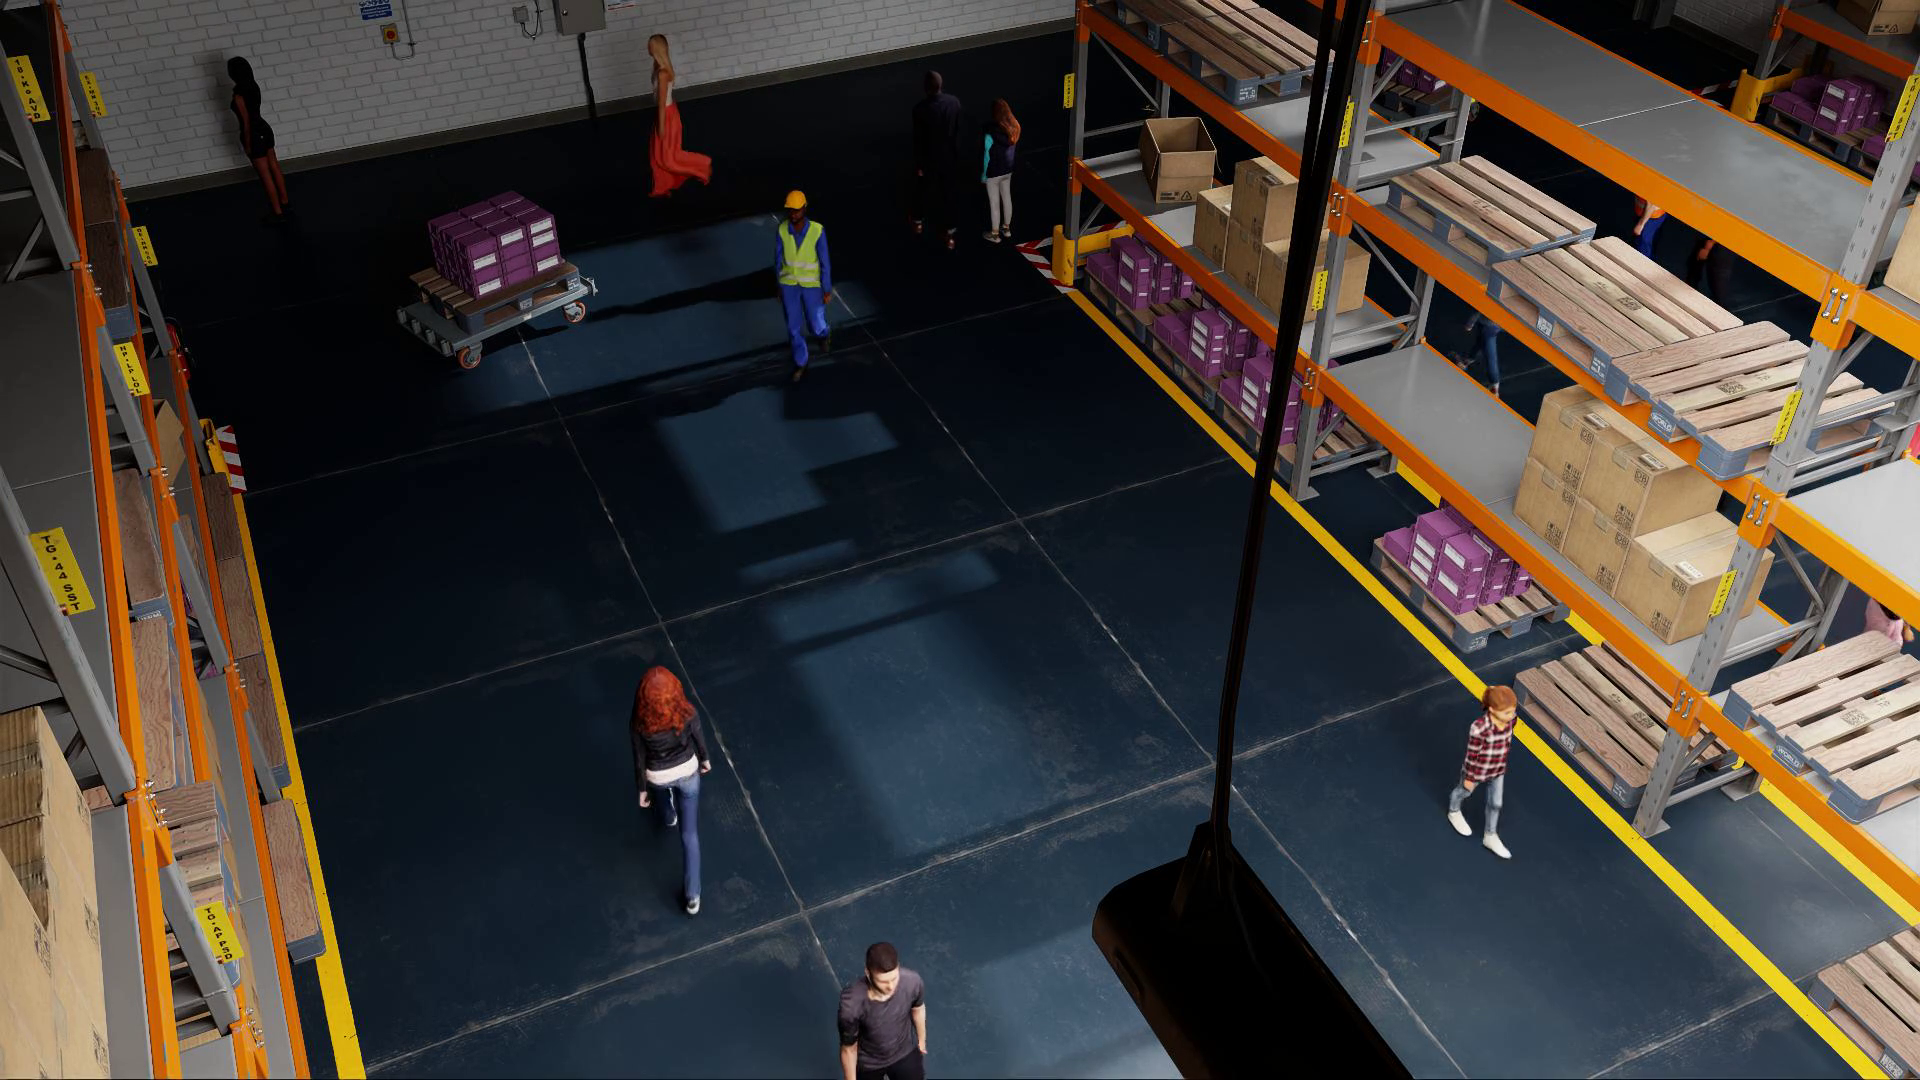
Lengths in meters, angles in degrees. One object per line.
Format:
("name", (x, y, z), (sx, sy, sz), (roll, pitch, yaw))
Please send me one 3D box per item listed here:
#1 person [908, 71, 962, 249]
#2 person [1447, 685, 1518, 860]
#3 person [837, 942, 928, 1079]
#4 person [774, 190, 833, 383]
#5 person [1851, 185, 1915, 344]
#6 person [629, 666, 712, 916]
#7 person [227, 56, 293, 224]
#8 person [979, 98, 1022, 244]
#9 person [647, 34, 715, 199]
("person", (-0.180, -3.755, 16.548), (0.709, 1.793, 0.967), (-16, 41, -19))
("person", (3.275, 1.370, 10.533), (0.555, 1.291, 0.732), (-14, 41, -17))
("person", (-0.426, 2.592, 8.635), (0.667, 1.751, 0.646), (-13, 40, -16))
("person", (-1.368, -2.295, 14.714), (0.942, 1.801, 1.028), (8, 39, 10))
("person", (8.393, -2.586, 15.066), (0.809, 1.816, 0.789), (24, 44, 27))
("person", (-1.711, 1.530, 9.976), (0.805, 1.736, 1.240), (-8, 39, -10))
("person", (-7.194, -4.108, 17.031), (0.725, 1.741, 0.595), (0, 39, 0))
("person", (0.396, -3.731, 16.752), (0.644, 1.500, 0.668), (-30, 47, -32))
("person", (-2.971, -4.382, 17.339), (0.797, 1.785, 0.937), (-9, 40, -12))
